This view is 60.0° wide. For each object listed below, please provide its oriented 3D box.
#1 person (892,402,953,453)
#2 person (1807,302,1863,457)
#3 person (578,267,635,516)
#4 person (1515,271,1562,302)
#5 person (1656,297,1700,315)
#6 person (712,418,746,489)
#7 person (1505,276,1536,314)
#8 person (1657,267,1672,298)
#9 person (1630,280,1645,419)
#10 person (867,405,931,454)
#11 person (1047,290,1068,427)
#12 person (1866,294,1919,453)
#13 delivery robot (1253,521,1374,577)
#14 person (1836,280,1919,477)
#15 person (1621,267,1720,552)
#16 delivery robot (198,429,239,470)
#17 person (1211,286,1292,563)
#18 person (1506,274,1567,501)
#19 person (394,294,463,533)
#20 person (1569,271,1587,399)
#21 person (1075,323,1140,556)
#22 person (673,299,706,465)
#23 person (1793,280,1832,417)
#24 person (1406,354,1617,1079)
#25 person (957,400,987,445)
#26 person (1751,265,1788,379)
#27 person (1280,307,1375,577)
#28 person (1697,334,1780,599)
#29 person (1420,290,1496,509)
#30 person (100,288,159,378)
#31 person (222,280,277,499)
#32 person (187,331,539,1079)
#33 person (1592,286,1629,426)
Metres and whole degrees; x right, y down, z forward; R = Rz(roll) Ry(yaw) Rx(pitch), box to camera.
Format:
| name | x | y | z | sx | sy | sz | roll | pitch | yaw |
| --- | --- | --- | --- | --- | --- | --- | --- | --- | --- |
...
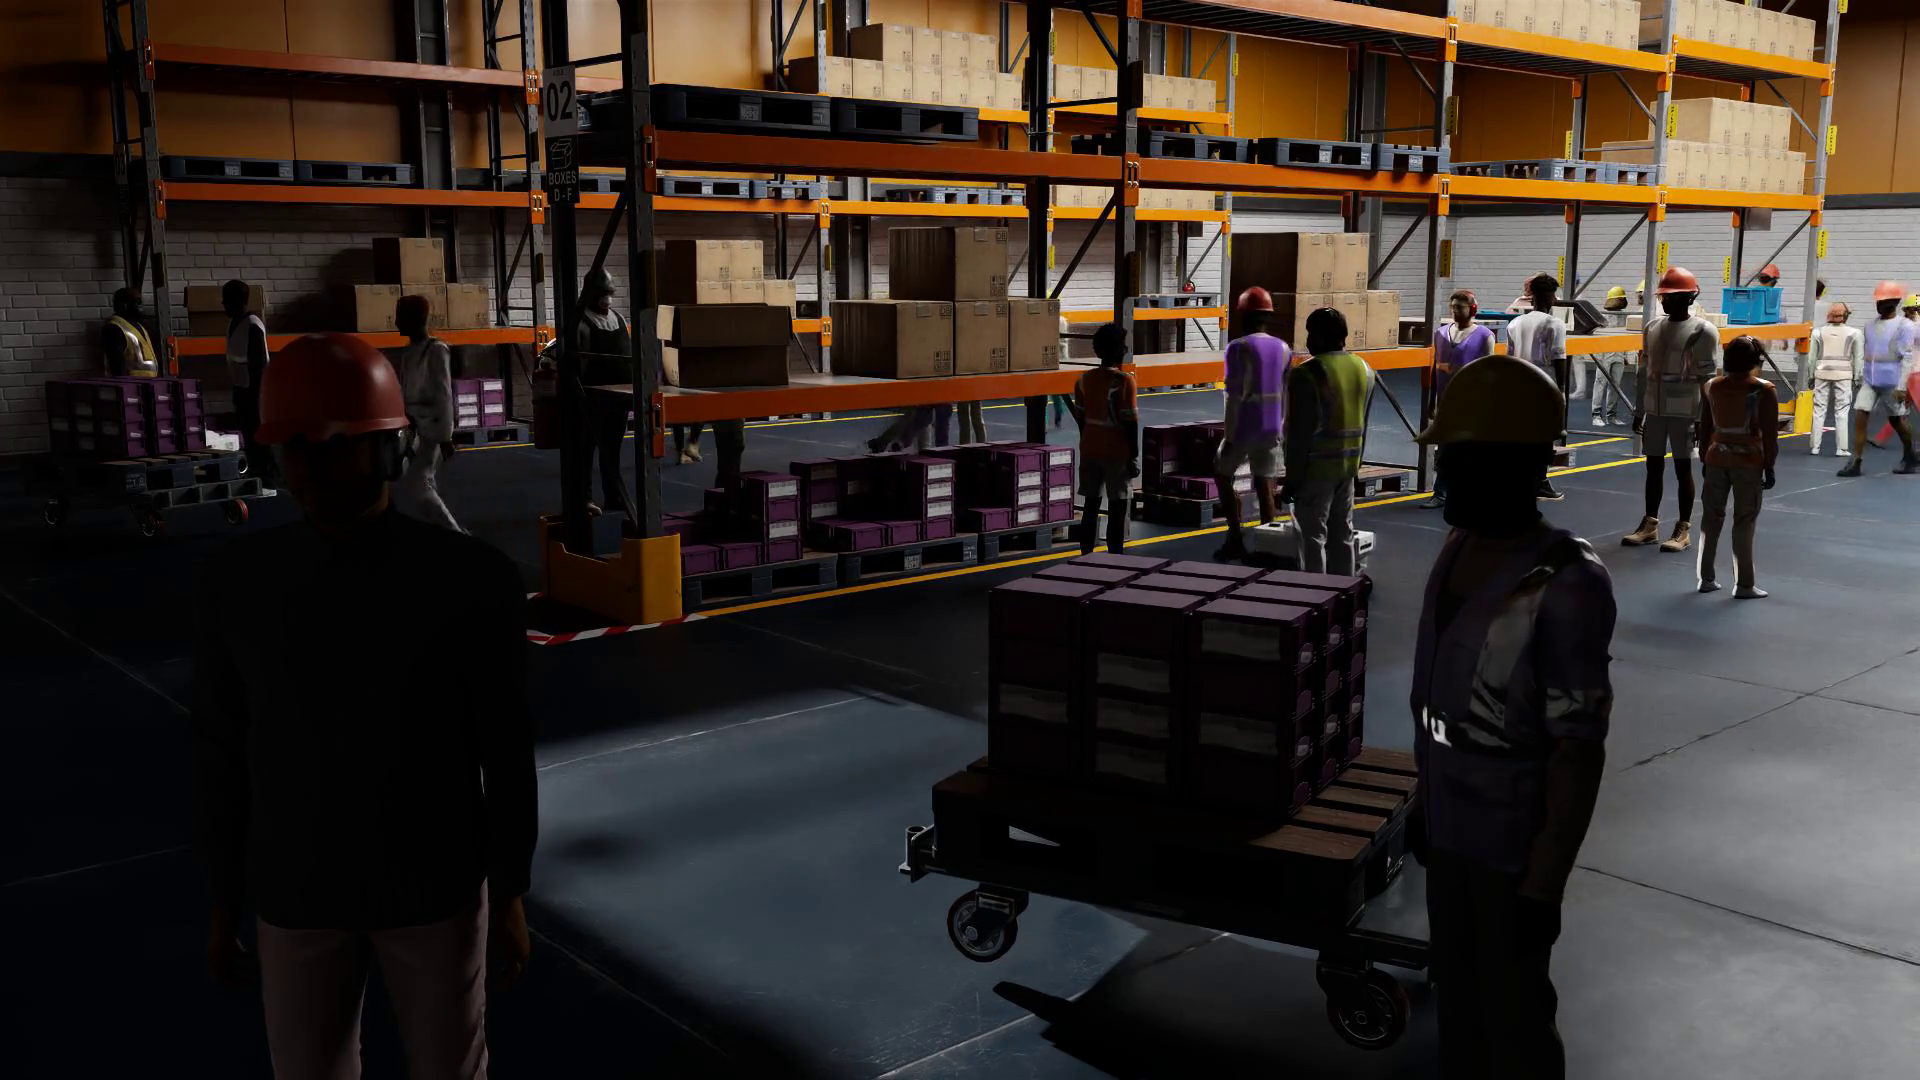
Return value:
| name | x | y | z | sx | sy | sz | roll | pitch | yaw |
| --- | --- | --- | --- | --- | --- | --- | --- | --- | --- |
| person | -0.300 | -1.569 | 16.169 | 0.690 | 1.888 | 0.657 | -9 | 13 | -43 |
| person | 9.271 | -1.697 | 17.655 | 0.515 | 1.636 | 0.315 | 8 | 12 | 38 |
| person | -2.936 | -1.228 | 13.727 | 0.536 | 2.000 | 0.688 | 7 | 12 | 34 |
| person | 7.095 | -2.327 | 20.462 | 0.638 | 1.938 | 0.356 | 3 | 10 | 15 |
| person | 8.780 | -2.333 | 20.600 | 0.652 | 1.904 | 0.402 | 8 | 13 | 41 |
| person | -1.693 | -0.783 | 12.313 | 0.288 | 1.634 | 0.499 | -4 | 10 | -21 |
| person | 6.455 | -2.027 | 18.842 | 0.401 | 1.900 | 0.650 | -6 | 11 | -30 |
| person | 11.079 | -3.263 | 25.903 | 0.624 | 1.937 | 1.012 | 1 | 10 | 5 |
| person | 8.988 | -2.486 | 21.805 | 0.405 | 1.806 | 0.635 | 4 | 10 | 20 |
| person | -0.540 | -1.609 | 16.681 | 0.765 | 1.807 | 0.602 | -1 | 10 | -8 |
| person | 1.041 | -2.128 | 19.837 | 0.537 | 1.747 | 0.628 | 2 | 10 | 13 |
| person | 10.322 | -1.801 | 18.045 | 0.628 | 1.699 | 0.920 | -7 | 12 | -36 |
| delivery robot | 2.209 | 0.034 | 10.410 | 0.707 | 0.478 | 0.477 | 7 | 12 | 34 |
| person | 8.965 | -1.553 | 16.054 | 0.962 | 1.903 | 0.555 | -4 | 11 | -23 |
| person | 5.125 | -0.935 | 12.010 | 0.374 | 2.043 | 0.611 | -6 | 11 | -31 |
| delivery robot | -7.150 | -0.863 | 15.661 | 0.477 | 0.478 | 0.707 | 4 | 10 | 20 |
| person | 1.972 | -0.768 | 11.397 | 0.564 | 1.914 | 0.586 | -5 | 11 | -27 |
| person | 5.035 | -1.323 | 14.508 | 0.367 | 1.965 | 0.604 | -6 | 11 | -32 |
| person | -3.628 | -0.713 | 11.208 | 0.417 | 1.869 | 0.611 | -8 | 13 | -40 |
| person | 9.136 | -3.065 | 24.799 | 0.429 | 1.940 | 0.620 | 1 | 10 | 8 |
| person | 0.958 | -0.542 | 10.720 | 0.318 | 1.697 | 0.535 | -8 | 13 | -40 |
| person | -2.789 | -1.598 | 16.922 | 0.545 | 1.682 | 0.361 | 4 | 11 | 23 |
| person | 11.353 | -2.552 | 22.165 | 0.483 | 1.813 | 1.006 | 2 | 10 | 14 |
| person | 1.090 | 0.584 | 3.450 | 0.369 | 1.928 | 0.586 | -2 | 10 | -10 |
| person | 0.079 | -1.520 | 15.939 | 0.327 | 1.871 | 0.514 | -7 | 12 | -36 |
| person | 11.511 | -2.916 | 23.755 | 1.026 | 1.987 | 0.640 | -6 | 11 | -31 |
| person | 2.021 | -0.376 | 9.322 | 0.633 | 1.842 | 0.429 | -8 | 12 | -38 |
| person | 4.836 | -0.455 | 10.365 | 0.309 | 1.645 | 0.514 | -6 | 12 | -33 |
| person | 4.162 | -1.153 | 13.848 | 0.390 | 1.849 | 0.565 | -8 | 13 | -41 |
| person | -7.533 | -1.371 | 15.164 | 0.429 | 1.839 | 0.621 | -1 | 10 | -7 |
| person | -6.255 | -1.324 | 14.659 | 0.397 | 1.917 | 0.590 | -8 | 13 | -41 |
| person | -1.073 | 0.625 | 3.016 | 0.612 | 1.995 | 0.382 | -1 | 10 | -4 |
| person | 8.176 | -2.295 | 20.841 | 0.491 | 1.746 | 0.284 | -4 | 10 | -21 |
